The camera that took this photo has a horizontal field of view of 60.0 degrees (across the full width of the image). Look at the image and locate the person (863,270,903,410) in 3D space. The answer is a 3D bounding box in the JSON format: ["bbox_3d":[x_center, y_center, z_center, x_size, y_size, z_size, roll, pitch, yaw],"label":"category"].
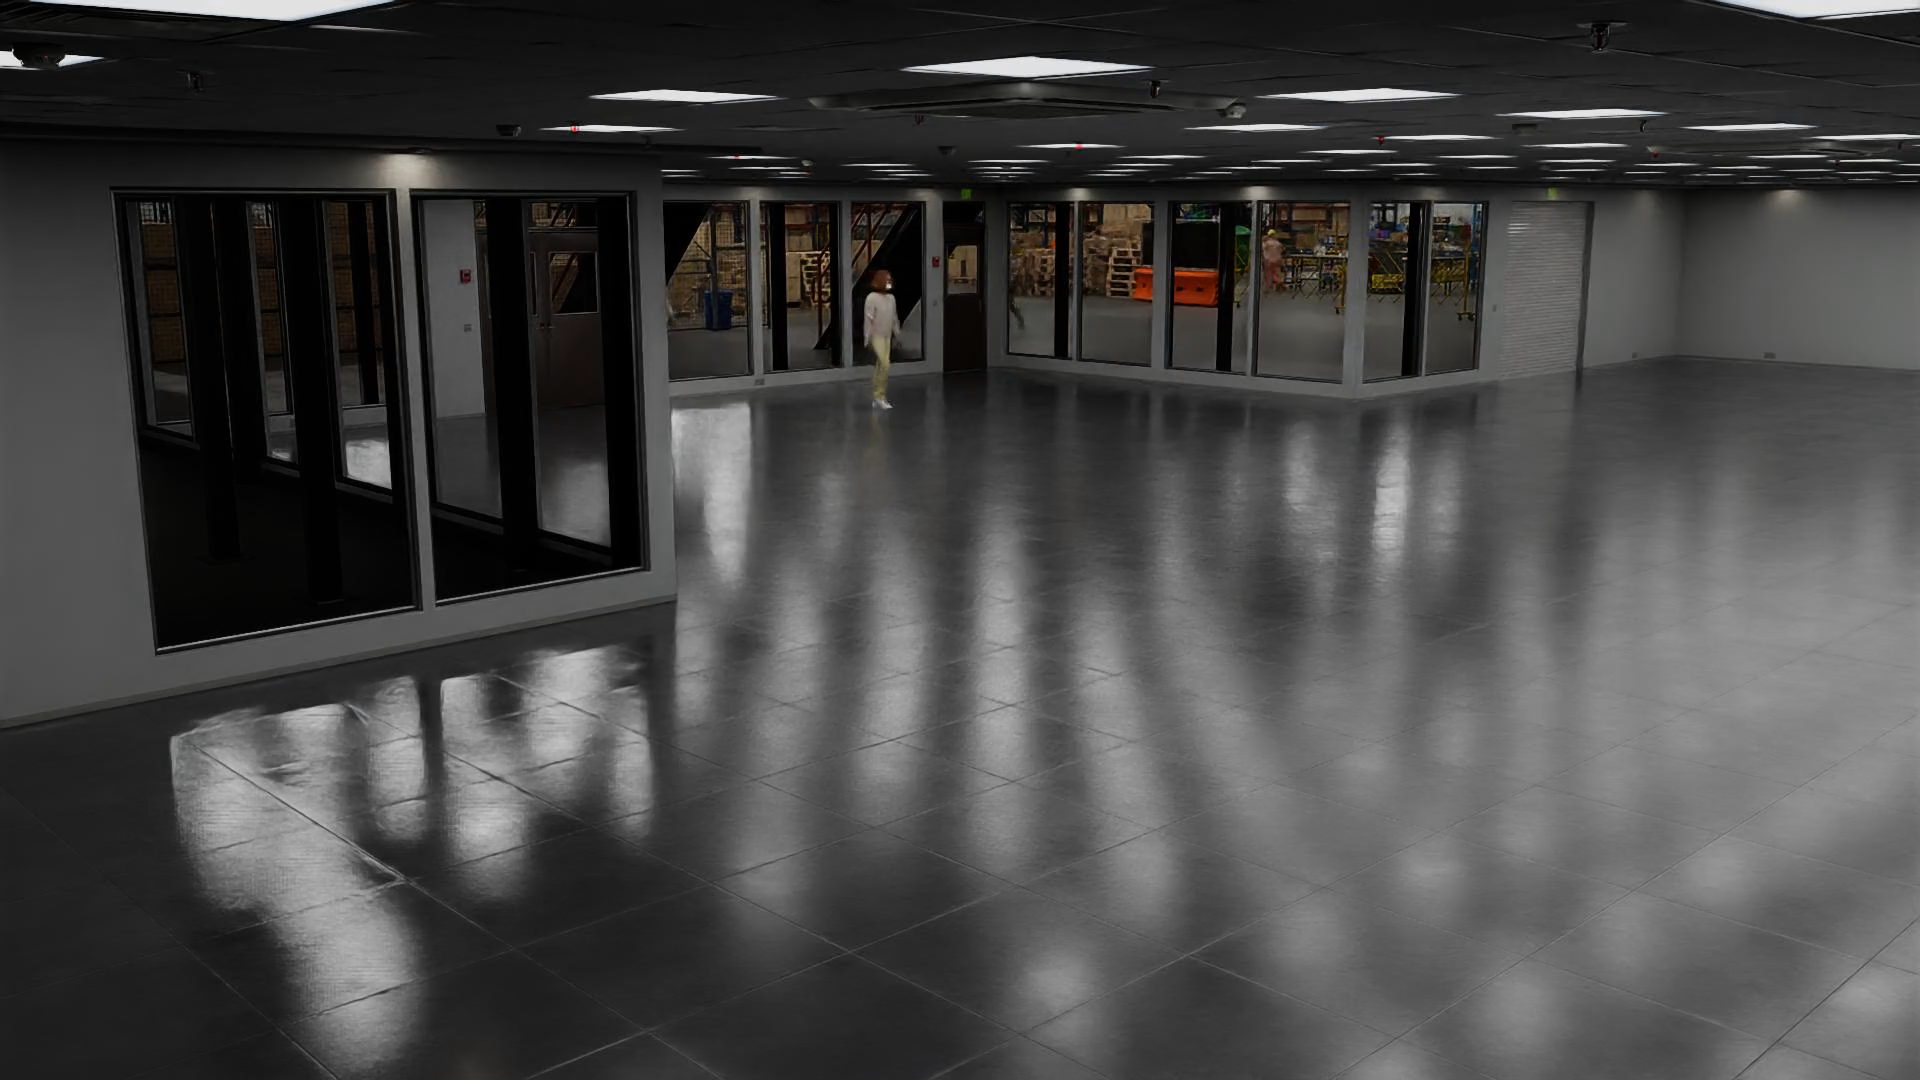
[{"bbox_3d":[-0.852,-2.310,19.238,0.523,1.612,0.528,8,14,33],"label":"person"}]
